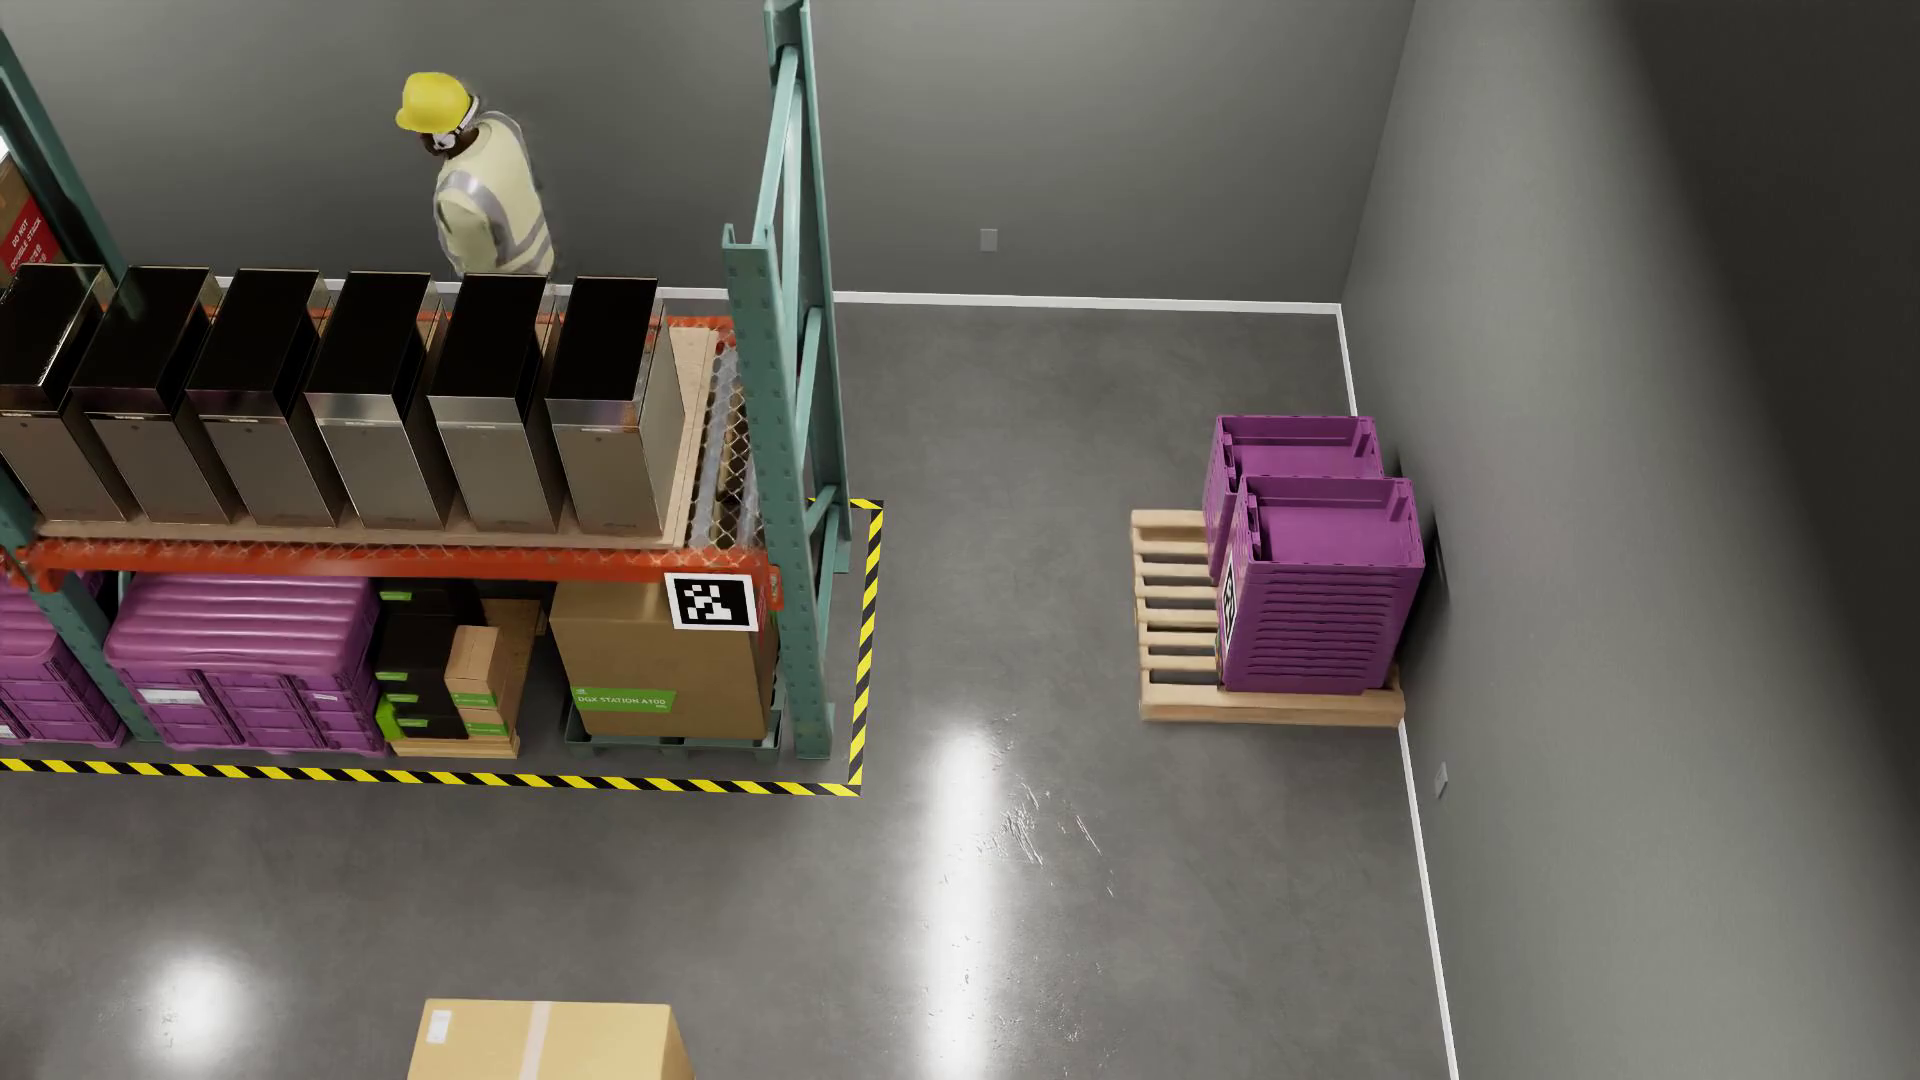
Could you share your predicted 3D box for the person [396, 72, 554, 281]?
[{"bbox_3d":[-1.838,-1.104,6.640,0.424,1.813,0.611,11,53,8],"label":"person"}]
